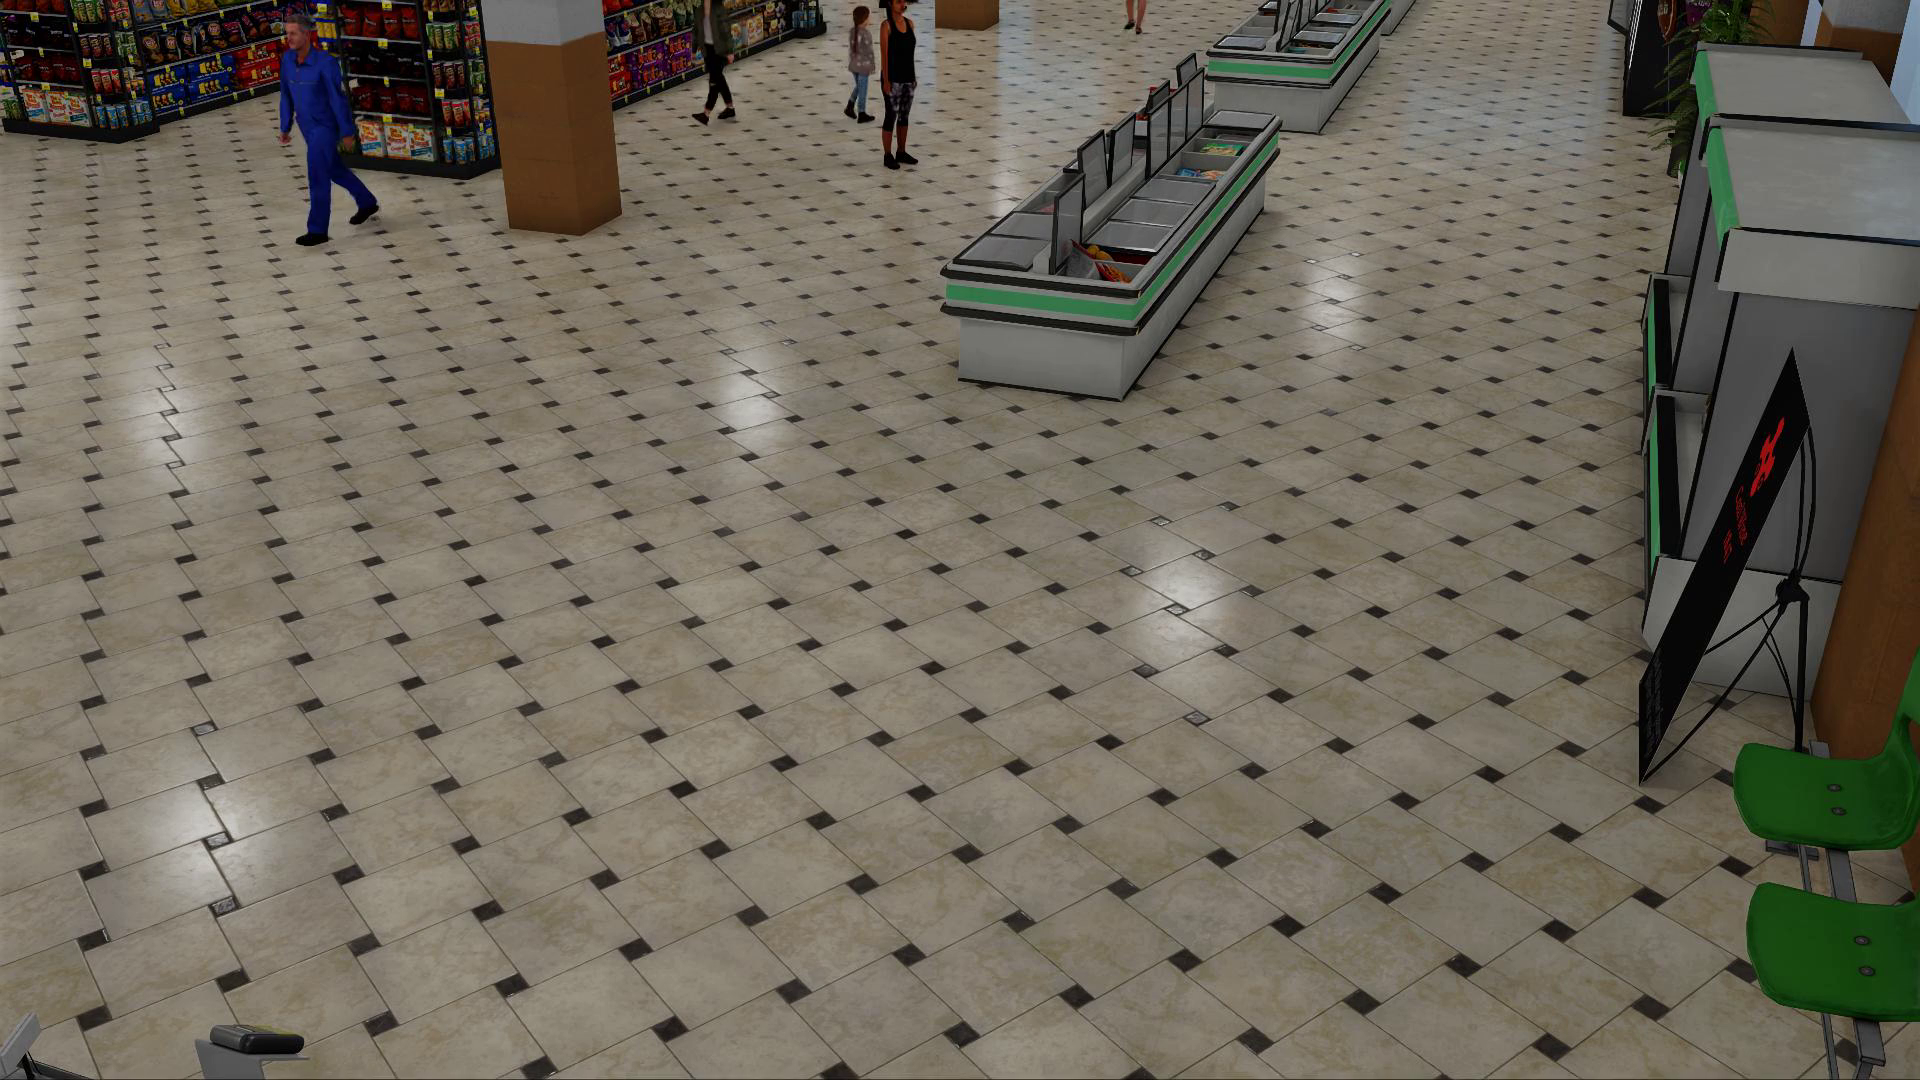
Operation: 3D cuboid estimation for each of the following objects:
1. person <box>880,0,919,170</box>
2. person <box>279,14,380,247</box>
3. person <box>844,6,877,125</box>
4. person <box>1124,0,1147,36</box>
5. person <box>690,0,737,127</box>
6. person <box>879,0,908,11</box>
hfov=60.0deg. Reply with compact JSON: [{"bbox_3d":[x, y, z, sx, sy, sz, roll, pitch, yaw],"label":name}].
[{"bbox_3d":[-0.585,-4.368,15.682,0.711,1.662,0.566,22,34,36],"label":"person"},{"bbox_3d":[-5.135,-3.347,13.540,0.903,1.778,1.260,17,31,29],"label":"person"},{"bbox_3d":[-1.080,-4.952,17.356,0.654,1.190,0.593,-20,33,-34],"label":"person"},{"bbox_3d":[2.346,-7.505,21.841,0.651,1.686,0.687,3,27,6],"label":"person"},{"bbox_3d":[-2.504,-5.069,17.310,0.778,1.440,1.029,17,32,30],"label":"person"},{"bbox_3d":[-1.025,-8.555,23.678,0.806,1.897,0.754,-13,30,-24],"label":"person"}]
